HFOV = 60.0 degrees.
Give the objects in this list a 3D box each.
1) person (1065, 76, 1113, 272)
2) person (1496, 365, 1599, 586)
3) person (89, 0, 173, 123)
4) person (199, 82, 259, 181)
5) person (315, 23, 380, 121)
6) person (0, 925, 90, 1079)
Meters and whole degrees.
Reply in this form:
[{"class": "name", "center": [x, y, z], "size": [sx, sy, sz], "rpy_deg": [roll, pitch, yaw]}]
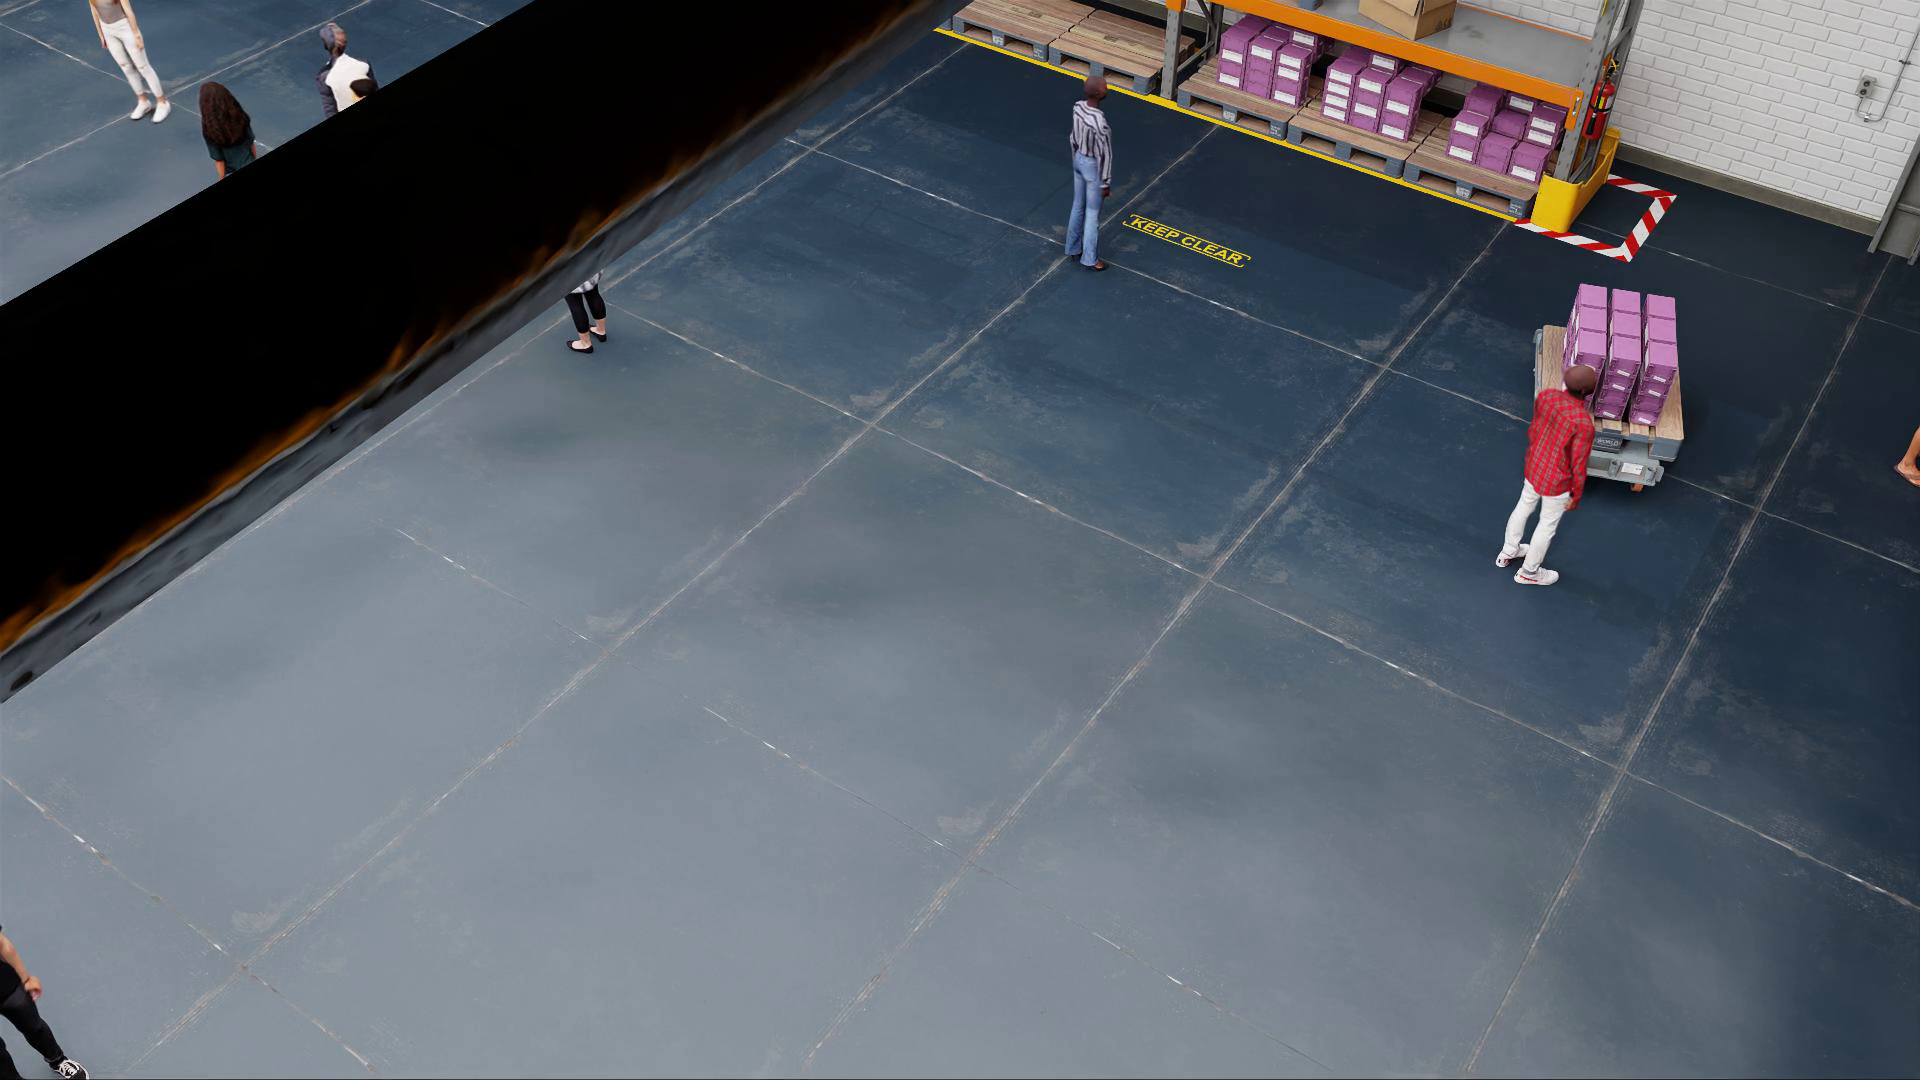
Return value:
[{"class": "person", "center": [1.099, -3.103, 14.079], "size": [0.753, 1.796, 0.609], "rpy_deg": [-22, 48, -22]}, {"class": "person", "center": [4.013, -0.461, 11.289], "size": [0.819, 1.820, 0.701], "rpy_deg": [-17, 46, -17]}, {"class": "person", "center": [-8.050, -4.870, 15.990], "size": [0.581, 1.719, 0.714], "rpy_deg": [7, 44, 7]}, {"class": "person", "center": [-6.192, -3.183, 14.293], "size": [0.592, 1.617, 0.598], "rpy_deg": [28, 50, 26]}, {"class": "person", "center": [-5.252, -3.591, 14.523], "size": [0.739, 1.890, 0.671], "rpy_deg": [-32, 52, -29]}, {"class": "person", "center": [-4.938, 2.290, 8.390], "size": [0.564, 1.835, 0.665], "rpy_deg": [32, 52, 29]}]
